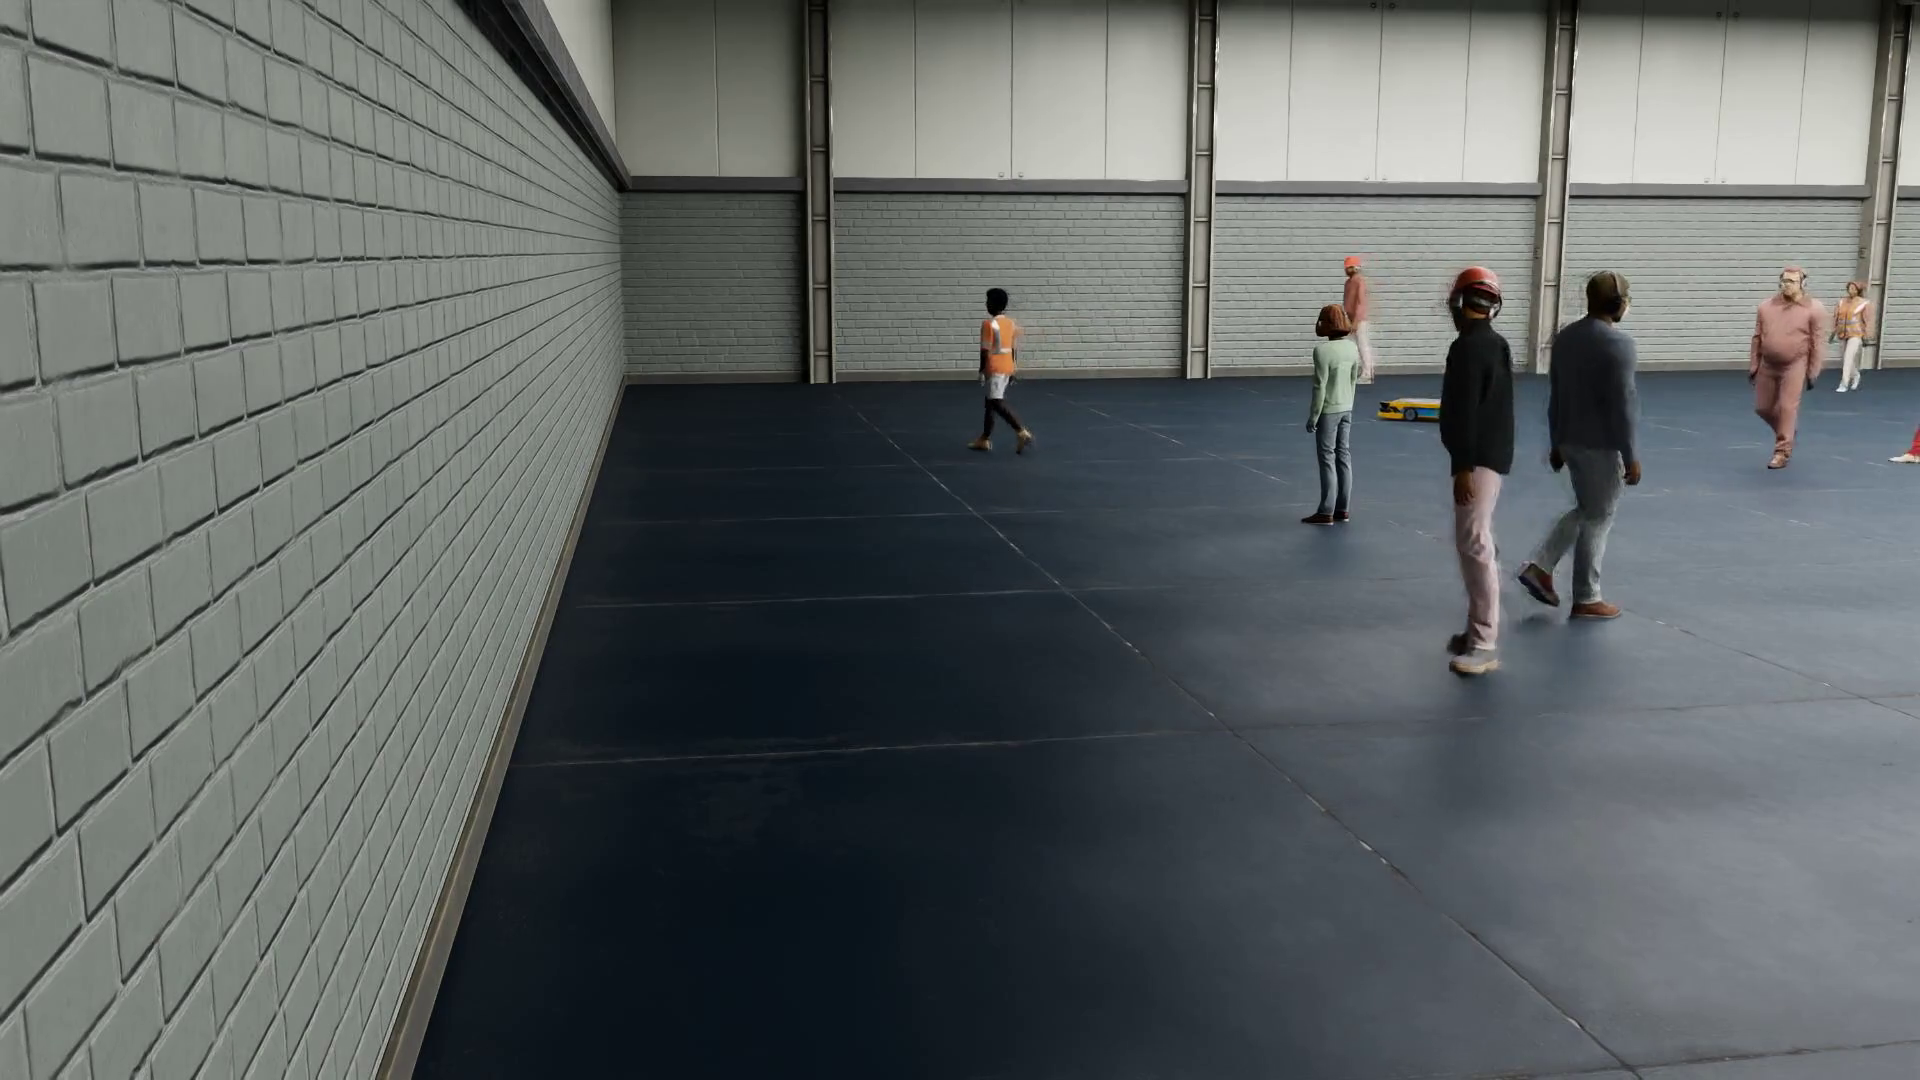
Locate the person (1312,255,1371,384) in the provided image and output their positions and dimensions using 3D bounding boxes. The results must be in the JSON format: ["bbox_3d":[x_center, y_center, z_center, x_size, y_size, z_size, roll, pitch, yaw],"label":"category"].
[{"bbox_3d":[5.868,-3.331,25.270,0.981,1.946,0.652,-3,10,-15],"label":"person"}]

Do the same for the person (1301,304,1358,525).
[{"bbox_3d":[2.756,-0.928,12.358,0.502,1.633,0.280,-9,14,-43],"label":"person"}]

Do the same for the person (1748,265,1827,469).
[{"bbox_3d":[7.784,-1.630,15.645,0.636,1.892,0.653,-8,12,-38],"label":"person"}]

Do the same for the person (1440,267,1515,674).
[{"bbox_3d":[2.509,-0.350,8.145,0.443,1.946,0.779,6,12,32],"label":"person"}]

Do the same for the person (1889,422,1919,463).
[{"bbox_3d":[9.433,-1.556,15.732,0.931,1.719,0.535,1,10,7],"label":"person"}]

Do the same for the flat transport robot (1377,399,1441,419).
[{"bbox_3d":[5.795,-1.558,19.903,1.431,0.197,0.652,5,11,29],"label":"flat transport robot"}]

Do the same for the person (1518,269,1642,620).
[{"bbox_3d":[3.439,-0.502,9.064,0.474,1.923,0.637,-2,10,-11],"label":"person"}]

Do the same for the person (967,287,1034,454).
[{"bbox_3d":[0.422,-1.696,16.674,0.793,1.665,0.532,6,12,31],"label":"person"}]

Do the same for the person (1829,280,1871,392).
[{"bbox_3d":[12.904,-2.951,24.053,0.708,1.612,0.517,-5,11,-28],"label":"person"}]
